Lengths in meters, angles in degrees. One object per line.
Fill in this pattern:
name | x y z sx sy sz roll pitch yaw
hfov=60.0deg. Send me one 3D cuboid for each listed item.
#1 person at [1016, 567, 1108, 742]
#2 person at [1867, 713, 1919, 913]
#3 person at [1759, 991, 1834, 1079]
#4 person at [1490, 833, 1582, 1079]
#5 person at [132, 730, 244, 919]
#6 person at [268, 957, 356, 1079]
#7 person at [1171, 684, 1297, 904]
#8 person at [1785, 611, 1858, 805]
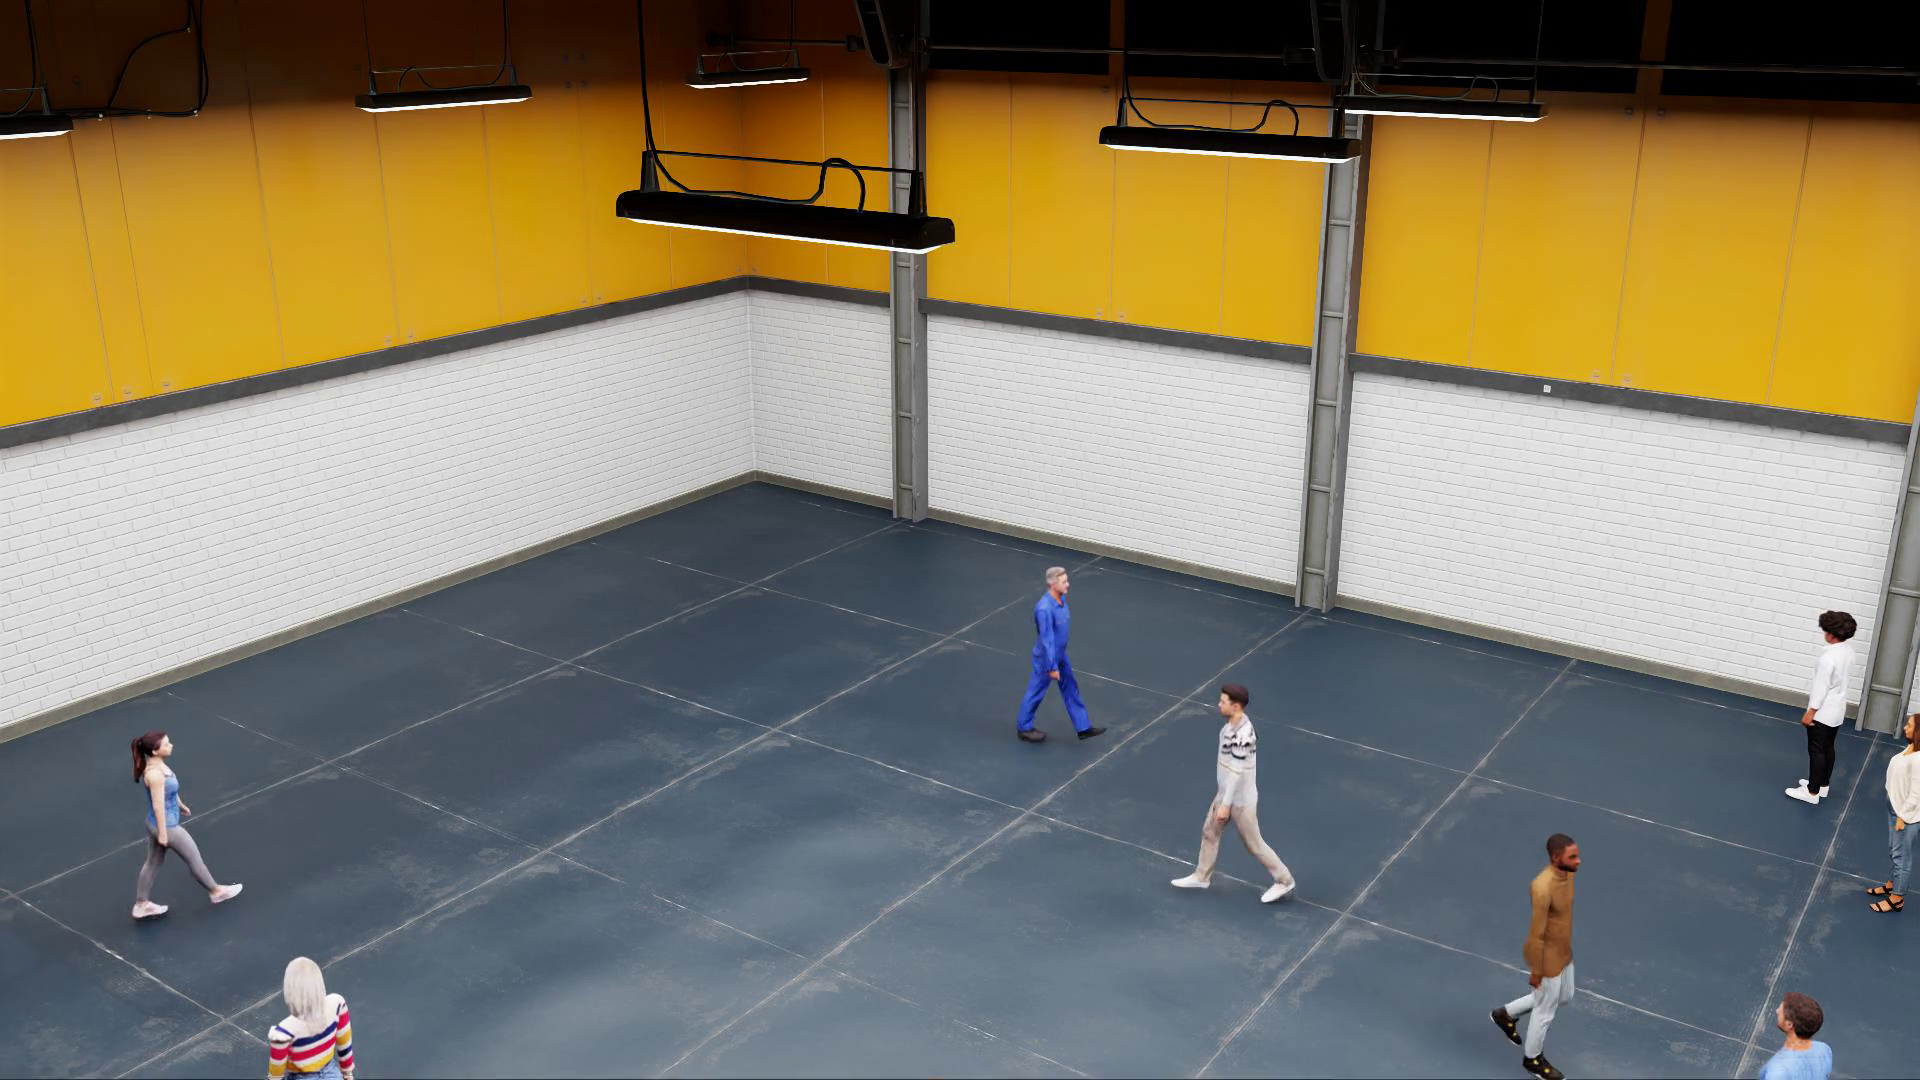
person | 0.781 1.115 15.993 1.173 1.796 0.896 8 20 22
person | 7.474 2.138 13.135 0.604 1.682 0.665 8 20 21
person | 4.608 3.397 9.161 0.930 1.832 1.206 -10 21 -27
person | 3.857 2.746 11.139 0.825 1.804 0.689 15 24 38
person | -6.280 2.247 12.984 0.922 1.570 1.055 -11 21 -29
person | -3.733 3.246 9.655 0.580 1.803 0.648 12 22 32
person | 2.298 2.033 13.202 1.284 1.837 1.122 0 19 -1
person | 7.757 1.484 14.876 0.693 1.810 0.662 -13 23 -35
